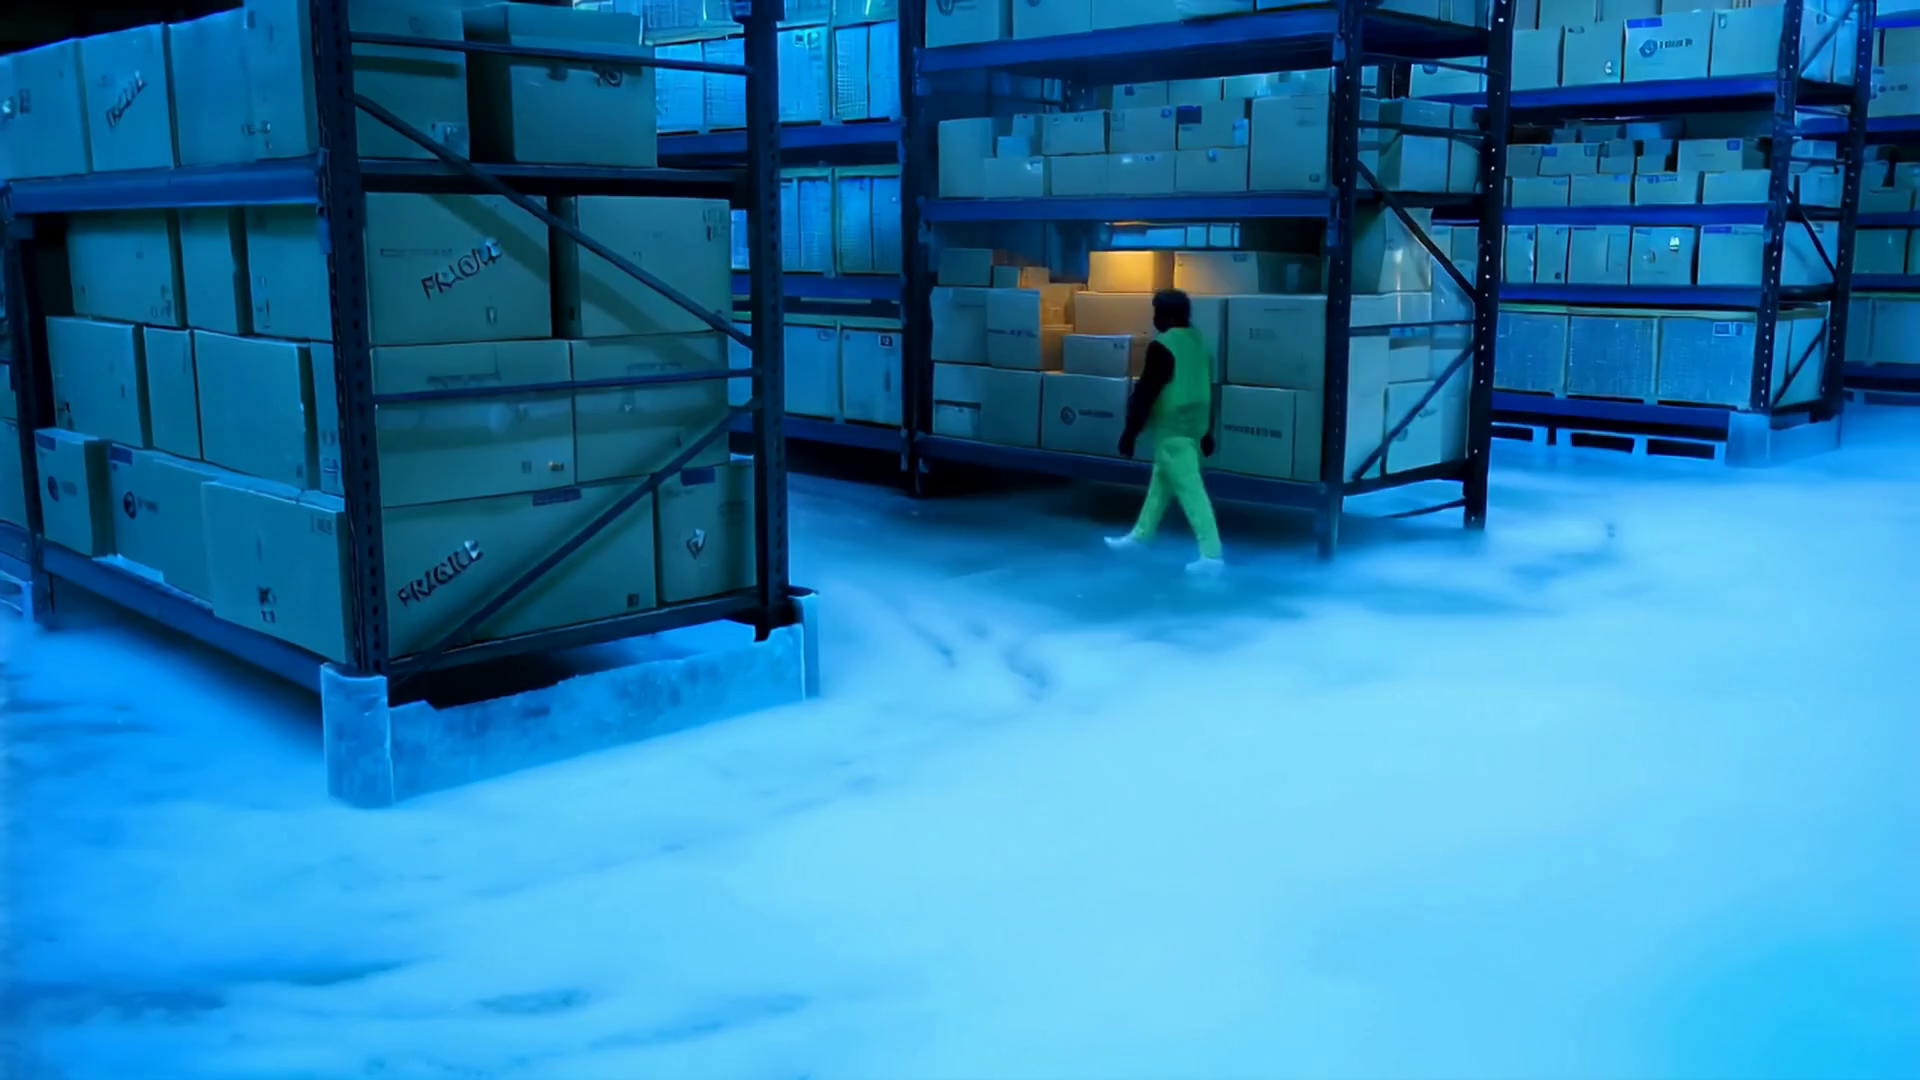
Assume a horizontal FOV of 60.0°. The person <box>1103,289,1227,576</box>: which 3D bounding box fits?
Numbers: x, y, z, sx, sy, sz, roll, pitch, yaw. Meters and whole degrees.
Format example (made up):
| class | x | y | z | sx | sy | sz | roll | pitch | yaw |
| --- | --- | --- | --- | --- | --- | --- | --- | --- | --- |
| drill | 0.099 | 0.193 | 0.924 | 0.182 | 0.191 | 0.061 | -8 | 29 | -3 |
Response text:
| class | x | y | z | sx | sy | sz | roll | pitch | yaw |
| --- | --- | --- | --- | --- | --- | --- | --- | --- | --- |
| person | 1.331 | -0.684 | 10.559 | 0.967 | 1.790 | 0.632 | 6 | 12 | 31 |
